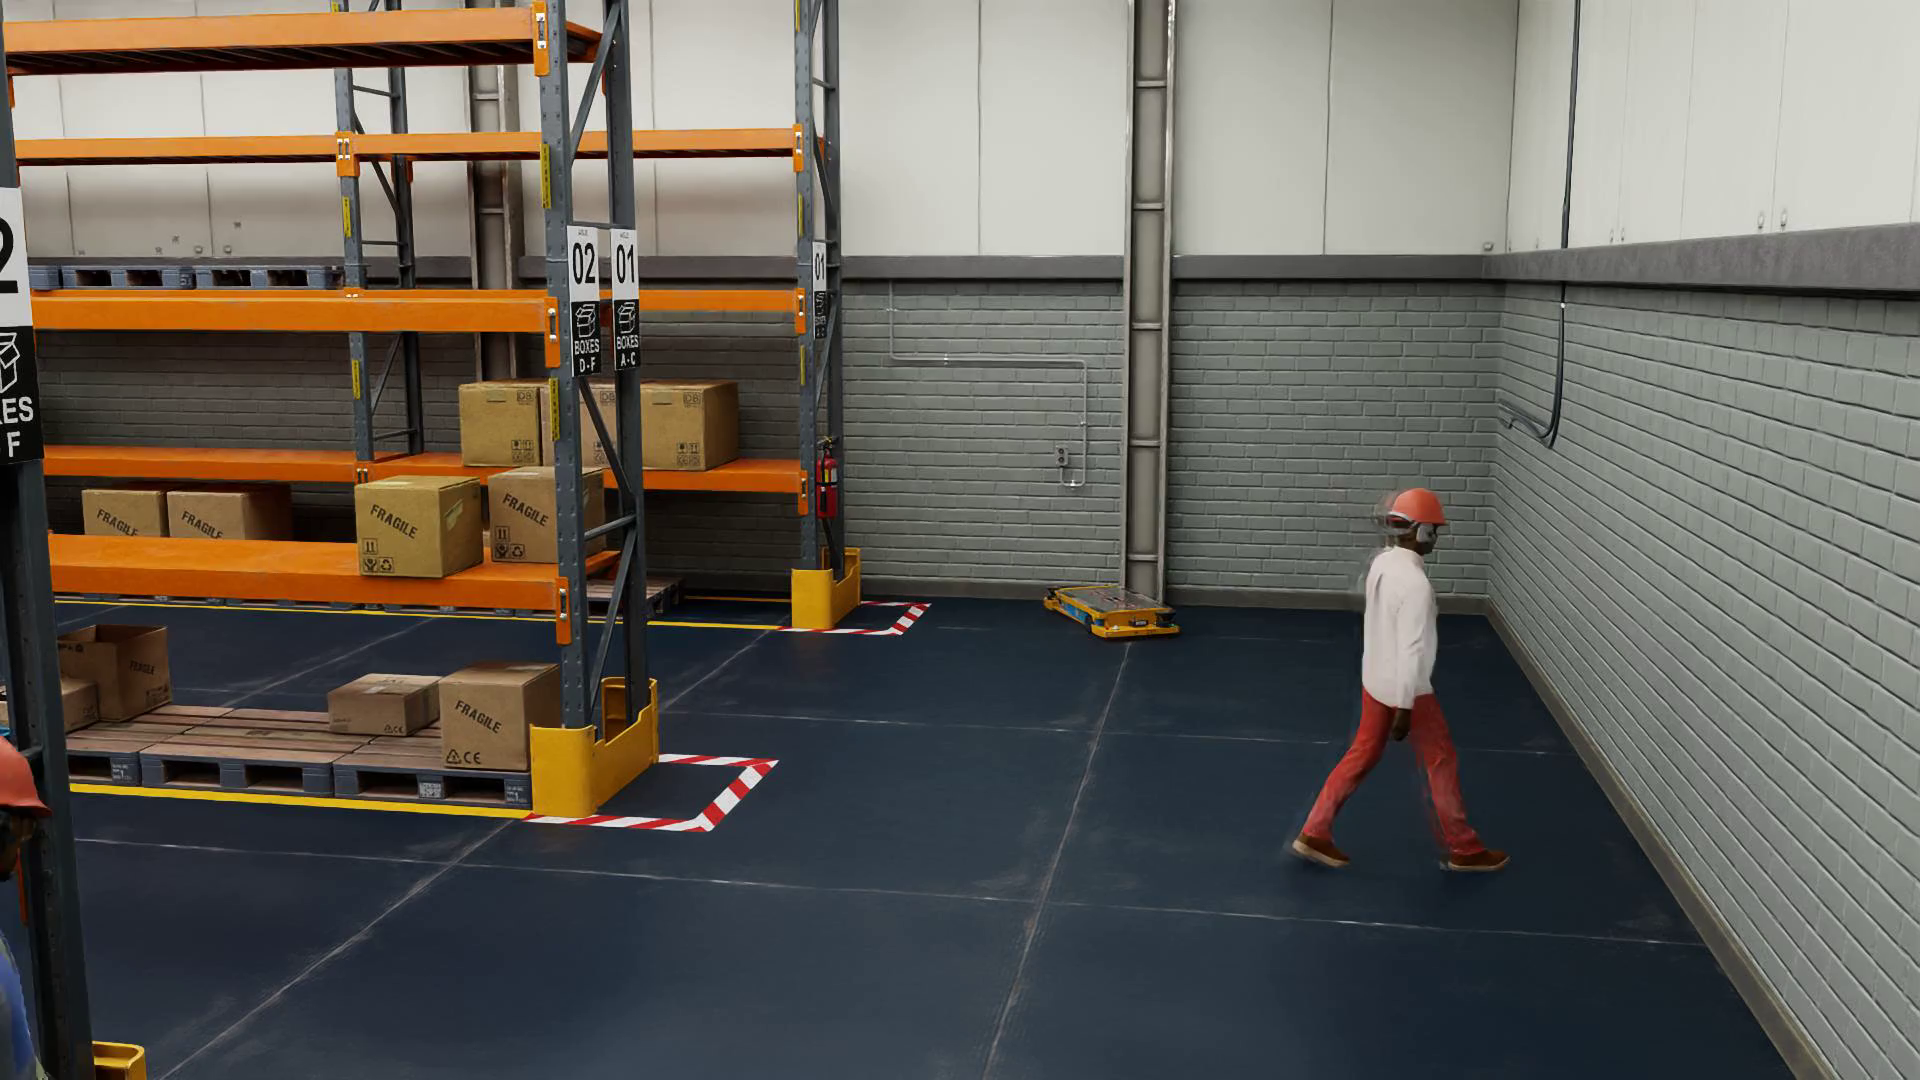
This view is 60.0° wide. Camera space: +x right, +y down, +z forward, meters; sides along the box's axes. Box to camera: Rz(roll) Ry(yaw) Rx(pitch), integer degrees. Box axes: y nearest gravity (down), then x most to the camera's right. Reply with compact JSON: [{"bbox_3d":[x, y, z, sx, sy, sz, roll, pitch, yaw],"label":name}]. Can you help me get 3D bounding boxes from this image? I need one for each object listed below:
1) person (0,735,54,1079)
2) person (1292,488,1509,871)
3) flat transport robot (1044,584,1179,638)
[{"bbox_3d":[-2.195,1.421,3.738,0.991,1.968,0.622,-5,11,-31],"label":"person"},{"bbox_3d":[2.182,0.700,8.269,1.047,1.937,0.613,-2,9,-11],"label":"person"},{"bbox_3d":[1.266,0.583,14.140,0.652,0.197,1.431,-3,10,-17],"label":"flat transport robot"}]
